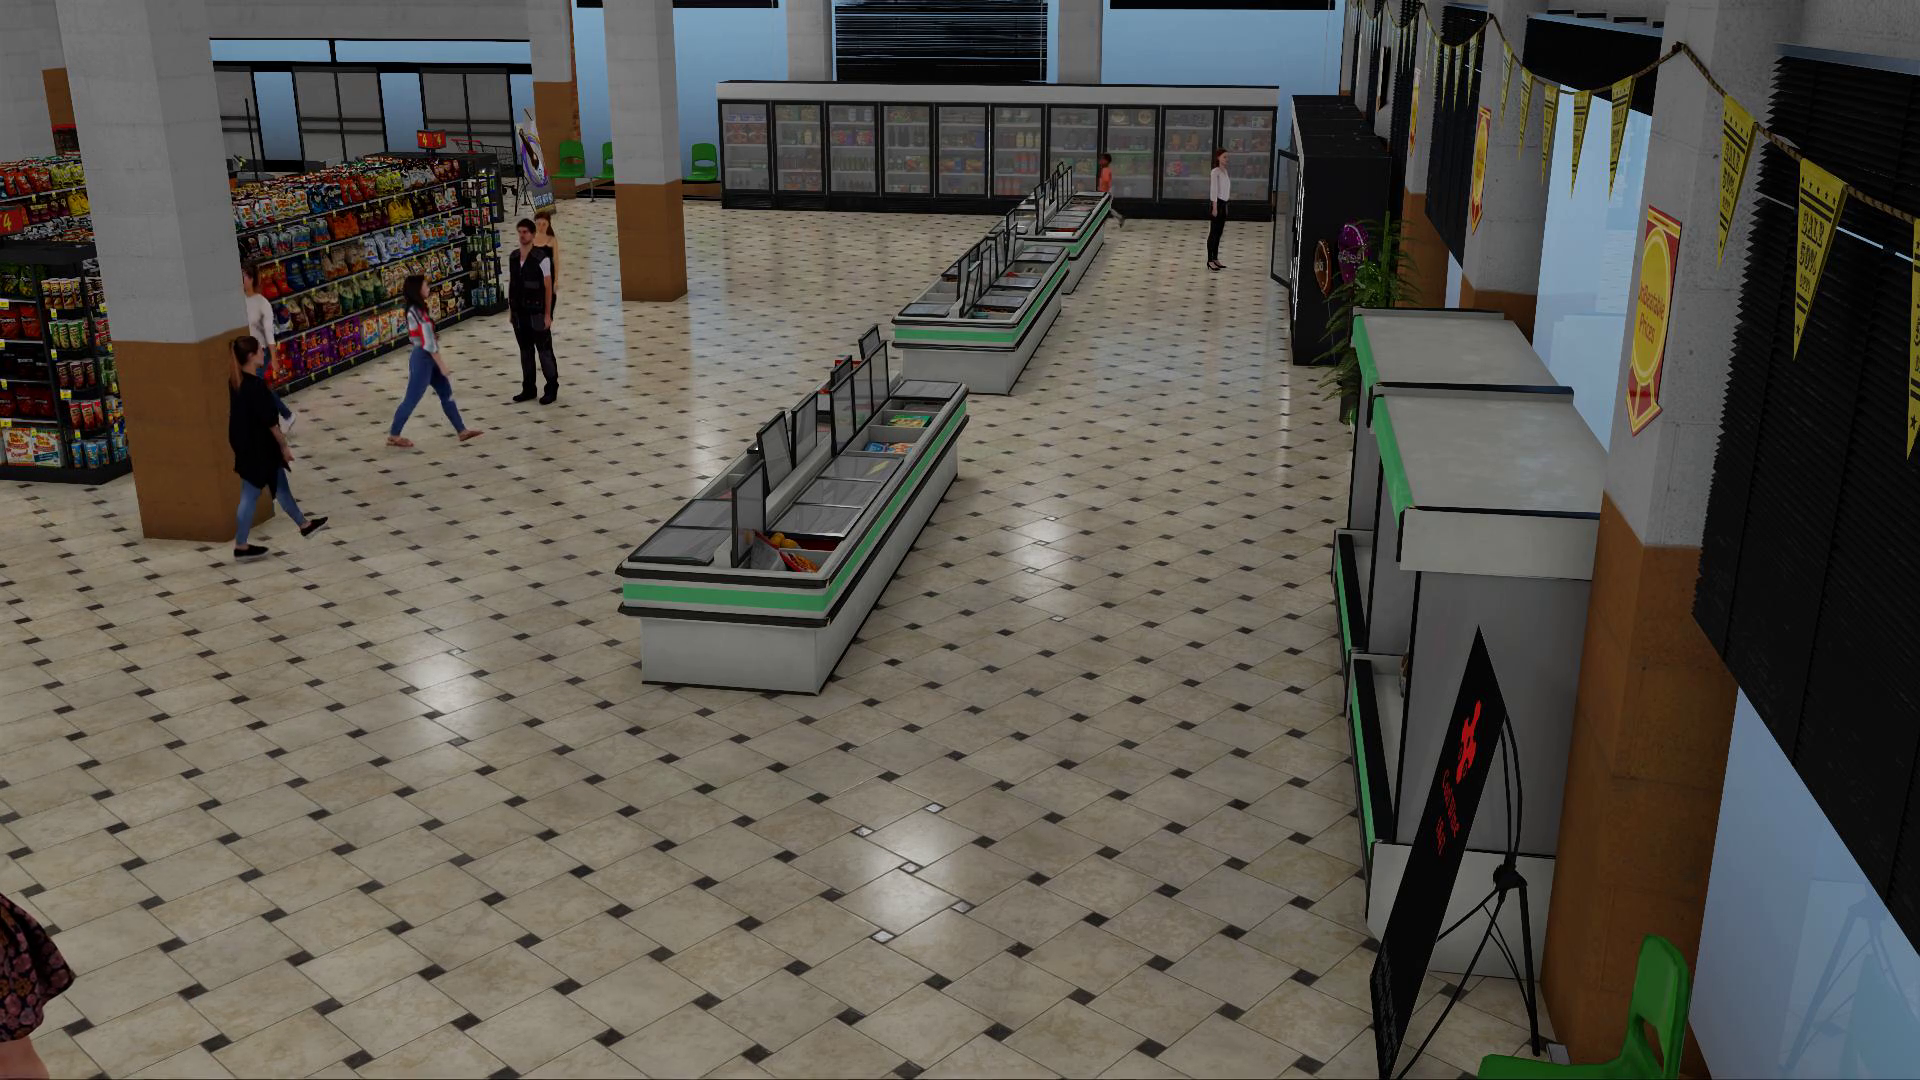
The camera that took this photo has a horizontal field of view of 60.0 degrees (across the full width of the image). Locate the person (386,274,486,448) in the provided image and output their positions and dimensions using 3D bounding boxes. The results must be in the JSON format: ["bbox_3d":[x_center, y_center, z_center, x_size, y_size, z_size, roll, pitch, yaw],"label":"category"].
[{"bbox_3d":[-4.930,-1.568,15.034,0.960,1.571,1.116,-5,19,-14],"label":"person"}]

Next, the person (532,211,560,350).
[{"bbox_3d":[-4.808,-3.012,19.269,0.669,1.601,0.656,3,19,8],"label":"person"}]

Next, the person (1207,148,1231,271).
[{"bbox_3d":[3.828,-4.894,24.601,0.719,1.760,0.556,11,21,29],"label":"person"}]

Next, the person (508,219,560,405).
[{"bbox_3d":[-4.326,-2.313,16.810,0.689,1.848,0.628,7,20,20],"label":"person"}]

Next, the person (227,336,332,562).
[{"bbox_3d":[-5.225,-0.635,12.143,1.117,1.651,0.995,-17,25,-41],"label":"person"}]

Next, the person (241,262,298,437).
[{"bbox_3d":[-6.373,-1.663,15.137,0.766,1.686,1.170,7,20,21],"label":"person"}]

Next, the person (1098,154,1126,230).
[{"bbox_3d":[2.548,-5.916,28.356,0.721,1.298,0.803,-3,19,-10],"label":"person"}]
